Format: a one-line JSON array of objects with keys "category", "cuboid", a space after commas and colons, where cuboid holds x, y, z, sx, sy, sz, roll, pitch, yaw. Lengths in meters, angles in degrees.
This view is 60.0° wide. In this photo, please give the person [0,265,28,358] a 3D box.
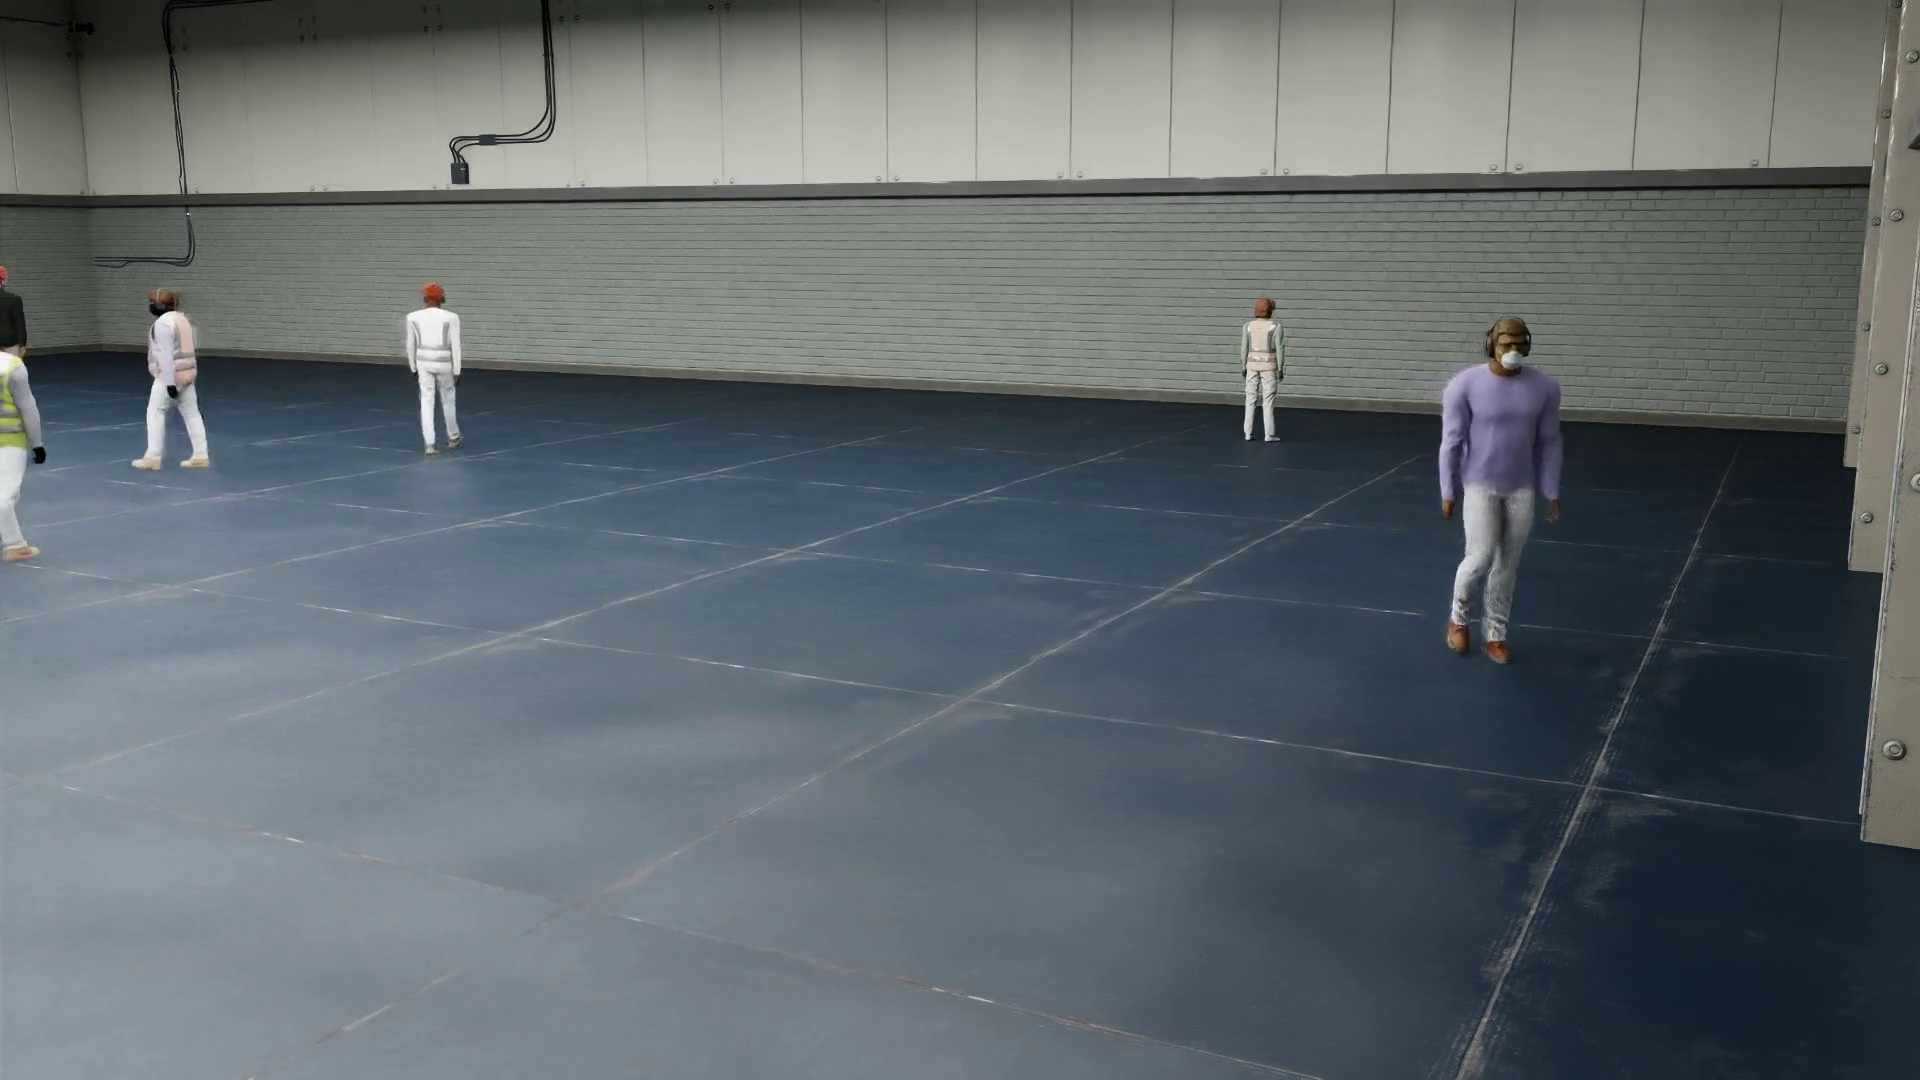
[{"category": "person", "cuboid": [-12.306, -2.534, 21.327, 0.630, 1.977, 0.594, -4, 11, -19]}]

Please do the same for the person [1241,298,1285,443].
[{"category": "person", "cuboid": [3.446, -1.929, 18.967, 0.517, 1.636, 0.313, 7, 13, 35]}]

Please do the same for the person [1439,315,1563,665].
[{"category": "person", "cuboid": [2.961, -0.263, 9.109, 0.644, 1.926, 0.426, -1, 10, -5]}]

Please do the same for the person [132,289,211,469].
[{"category": "person", "cuboid": [-8.031, -1.615, 16.785, 0.815, 1.815, 0.642, 0, 10, 0]}]

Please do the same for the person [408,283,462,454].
[{"category": "person", "cuboid": [-5.713, -1.874, 18.126, 0.593, 1.830, 0.993, -1, 10, -5]}]

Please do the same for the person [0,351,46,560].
[{"category": "person", "cuboid": [-6.852, -0.686, 11.742, 0.627, 1.816, 0.899, 1, 10, 6]}]
